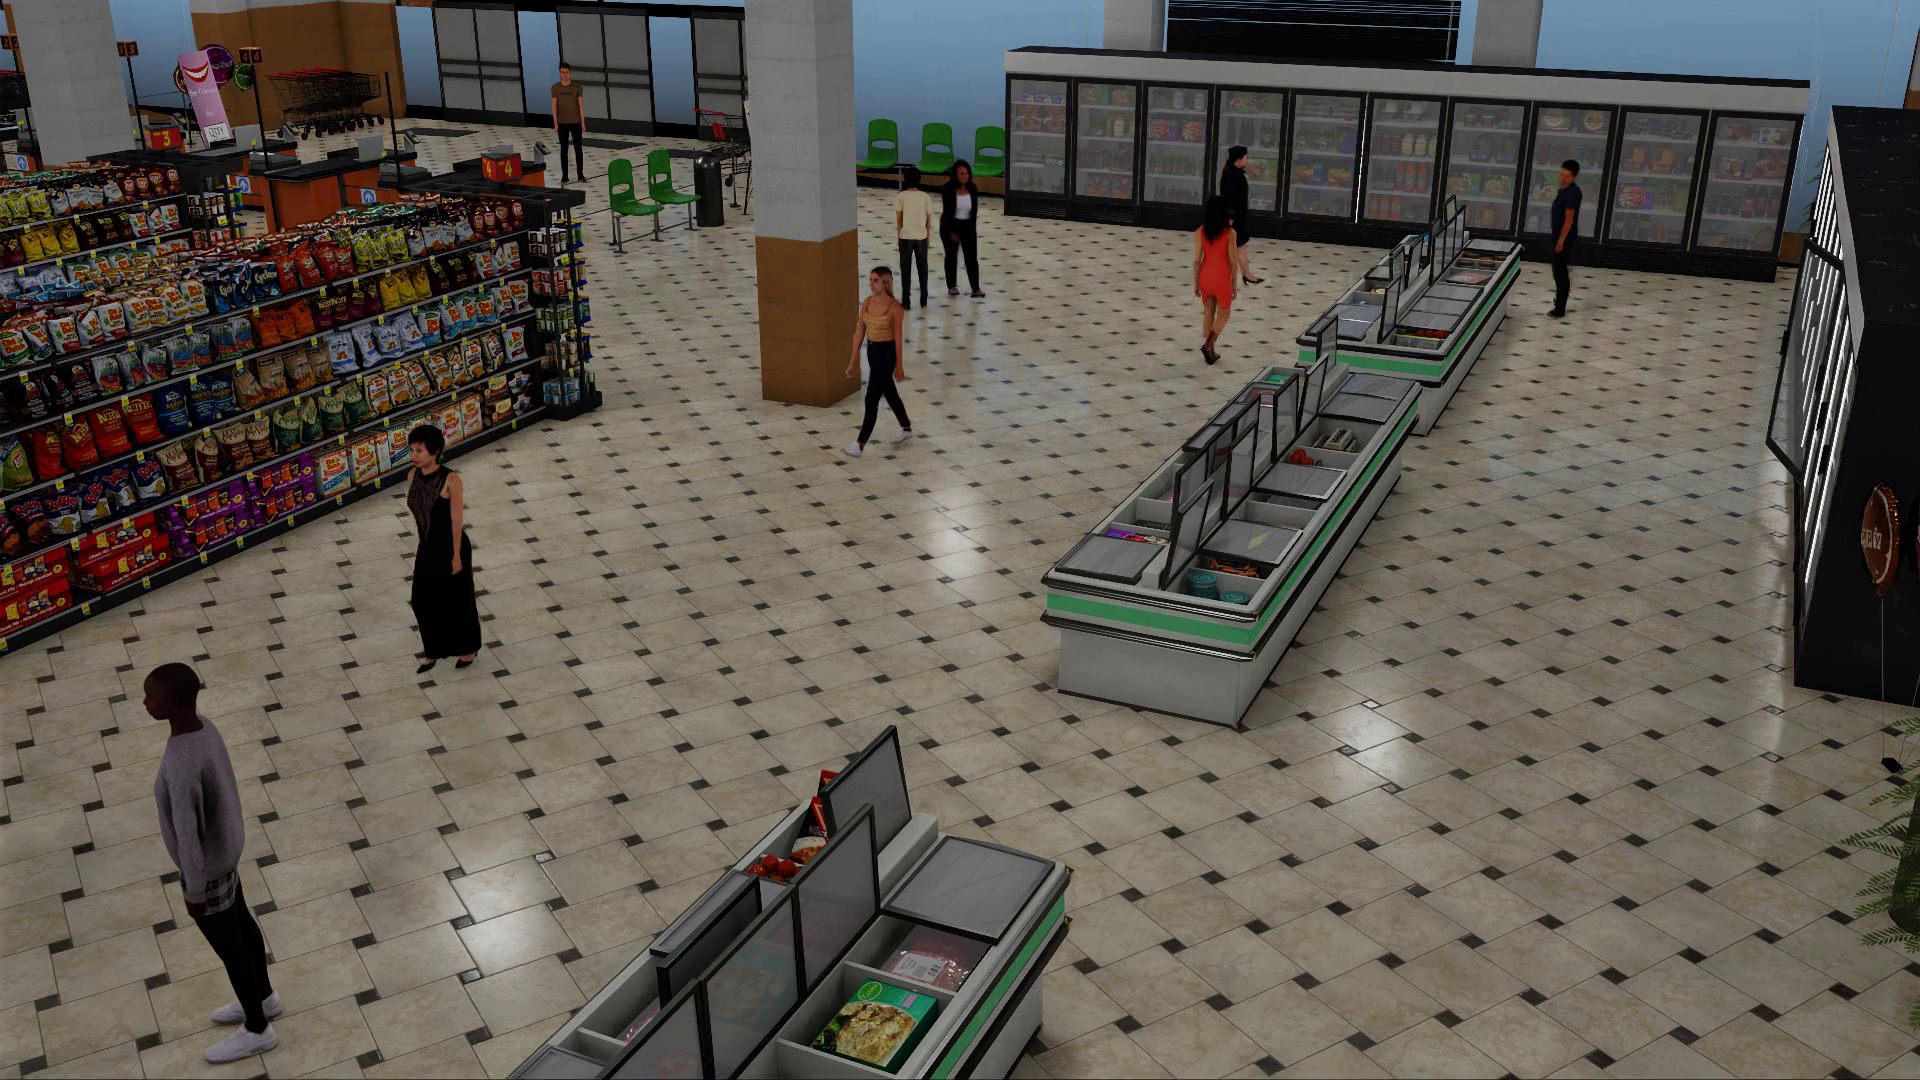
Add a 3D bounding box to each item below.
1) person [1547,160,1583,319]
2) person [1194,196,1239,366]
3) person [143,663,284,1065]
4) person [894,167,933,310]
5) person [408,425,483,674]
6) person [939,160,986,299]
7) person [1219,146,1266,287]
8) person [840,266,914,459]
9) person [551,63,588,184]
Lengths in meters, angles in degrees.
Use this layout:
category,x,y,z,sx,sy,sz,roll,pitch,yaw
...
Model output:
category,x,y,z,sx,sy,sz,roll,pitch,yaw
person,6.709,-3.346,18.397,0.929,1.756,0.615,8,23,20
person,2.502,-2.520,16.405,0.598,1.708,0.869,10,24,24
person,-3.049,1.301,6.814,0.739,1.770,0.664,-6,23,-15
person,-0.529,-3.413,18.790,0.651,1.587,0.680,-5,22,-12
person,-3.104,0.039,10.196,0.591,1.589,0.638,8,23,19
person,-0.060,-3.597,19.246,0.965,1.589,1.006,-9,24,-21
person,3.115,-3.804,19.684,0.968,1.646,0.997,2,22,5
person,-0.607,-1.504,14.050,0.818,1.579,1.208,19,29,39
person,-6.218,-6.641,26.469,0.744,1.852,0.792,-7,23,-16
